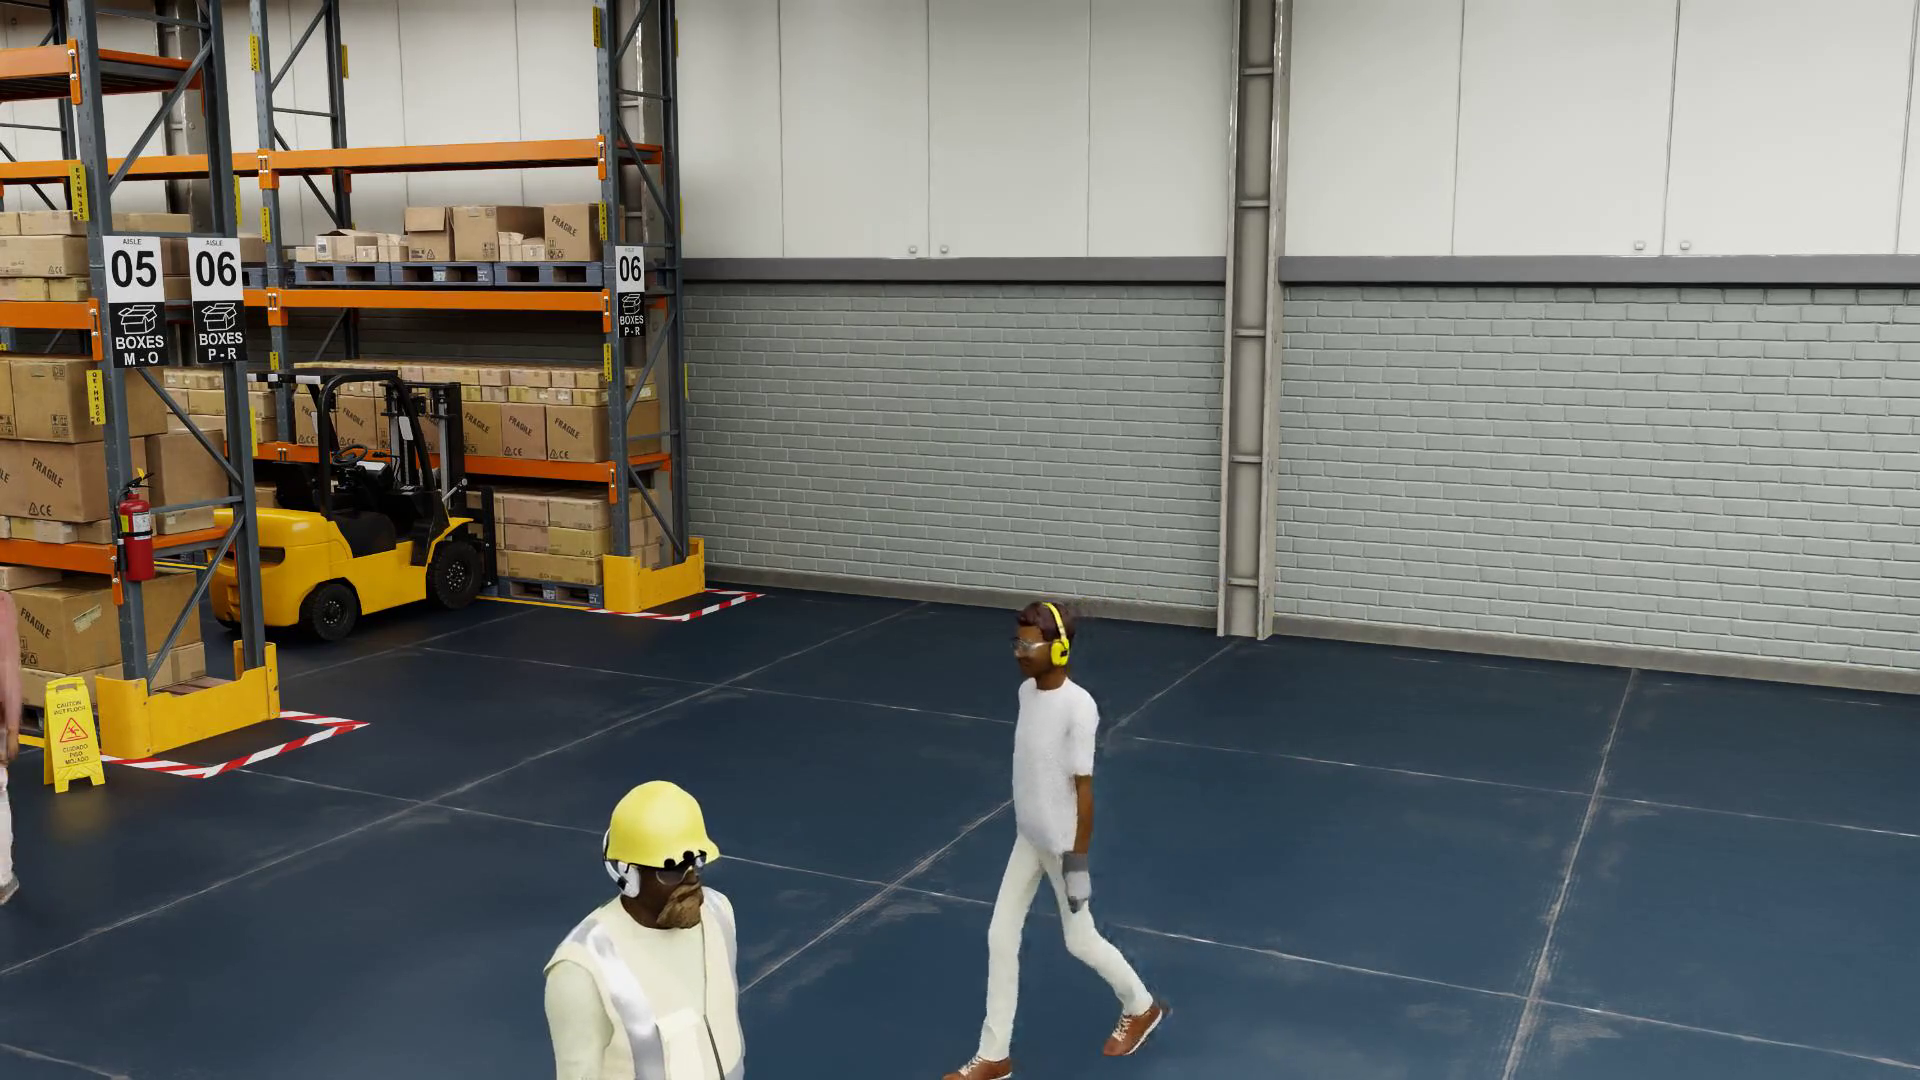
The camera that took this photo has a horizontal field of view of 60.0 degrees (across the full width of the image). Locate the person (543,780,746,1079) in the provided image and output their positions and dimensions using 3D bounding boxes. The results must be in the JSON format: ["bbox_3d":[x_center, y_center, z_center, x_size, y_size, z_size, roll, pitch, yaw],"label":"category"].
[{"bbox_3d":[-0.722,1.469,4.048,0.404,1.834,0.592,6,11,31],"label":"person"}]

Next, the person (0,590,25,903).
[{"bbox_3d":[-4.620,0.830,7.602,0.615,1.963,0.922,-4,10,-22],"label":"person"}]

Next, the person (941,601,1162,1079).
[{"bbox_3d":[0.385,1.118,6.214,0.926,1.833,0.529,-5,11,-29],"label":"person"}]
